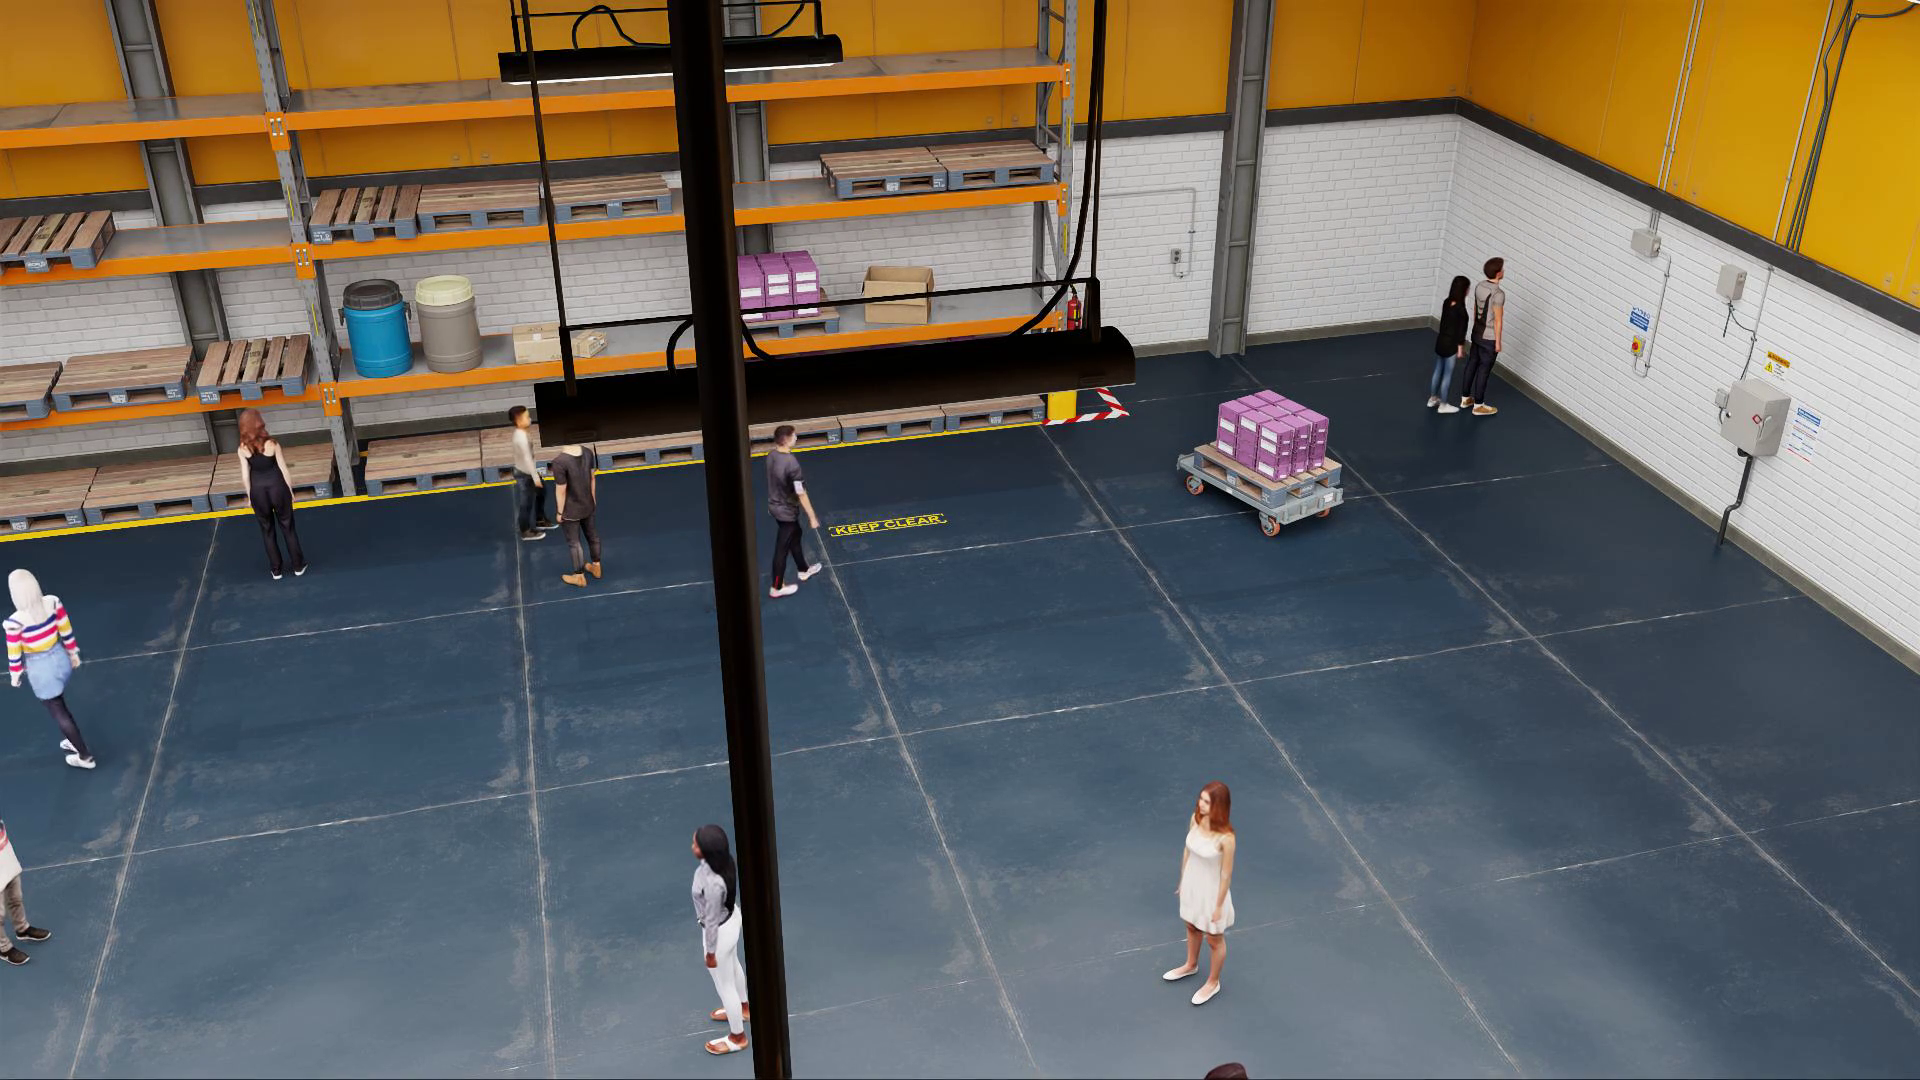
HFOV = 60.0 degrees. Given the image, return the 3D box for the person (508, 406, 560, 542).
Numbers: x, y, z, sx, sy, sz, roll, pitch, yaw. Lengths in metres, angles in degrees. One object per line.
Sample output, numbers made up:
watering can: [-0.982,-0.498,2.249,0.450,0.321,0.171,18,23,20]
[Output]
person: [-4.419,-0.663,16.690,0.597,1.451,0.560,-7,29,-13]

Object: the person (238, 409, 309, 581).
person: [-6.639,-0.441,15.979,0.454,1.743,0.638,-8,30,-15]

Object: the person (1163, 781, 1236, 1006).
person: [1.630,2.298,10.990,0.630,1.712,0.625,-19,34,-30]

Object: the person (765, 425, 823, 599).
person: [-1.712,-0.237,15.603,0.990,1.744,0.854,-19,34,-30]

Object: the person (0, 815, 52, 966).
person: [-6.616,2.235,11.392,0.596,1.438,0.588,5,29,8]

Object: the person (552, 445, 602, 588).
person: [-3.658,-0.369,15.874,0.769,1.717,0.680,21,35,33]

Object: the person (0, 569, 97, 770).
person: [-7.160,1.050,13.195,0.865,1.792,0.815,10,30,17]

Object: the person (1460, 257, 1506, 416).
person: [6.132,-2.395,19.396,0.579,1.900,0.652,-10,30,-17]

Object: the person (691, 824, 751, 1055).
person: [-1.521,2.505,10.599,0.582,1.722,0.632,-1,29,-1]

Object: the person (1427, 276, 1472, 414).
person: [5.740,-2.304,19.499,0.527,1.642,0.565,-9,30,-16]
